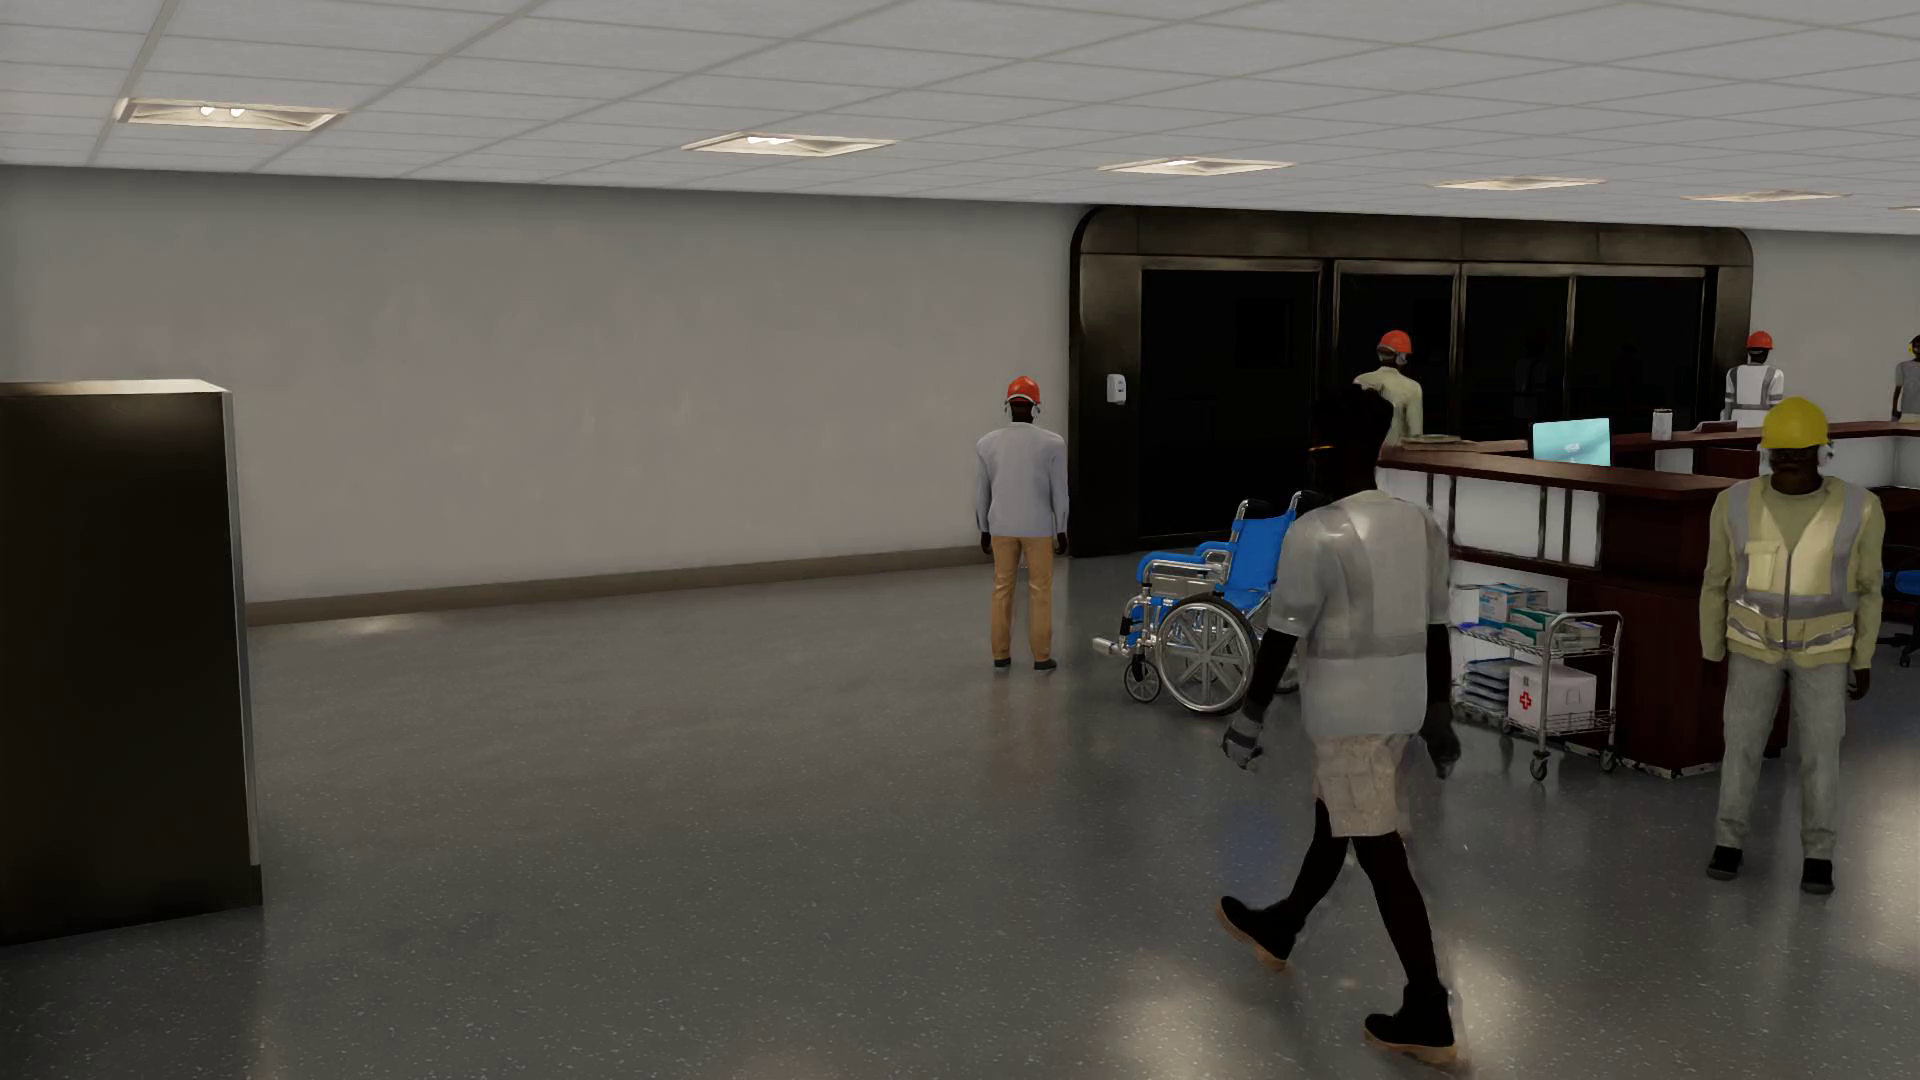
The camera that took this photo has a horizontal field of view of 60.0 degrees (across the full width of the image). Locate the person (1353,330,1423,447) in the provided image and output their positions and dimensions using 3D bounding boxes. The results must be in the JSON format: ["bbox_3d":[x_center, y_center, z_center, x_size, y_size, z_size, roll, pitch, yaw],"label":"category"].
[{"bbox_3d":[3.387,-0.683,13.248,0.647,1.973,0.729,6,10,38],"label":"person"}]

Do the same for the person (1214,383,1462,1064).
[{"bbox_3d":[1.133,0.495,4.949,0.612,1.900,1.050,-6,10,-39],"label":"person"}]

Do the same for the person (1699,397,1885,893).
[{"bbox_3d":[3.025,0.386,6.096,0.598,1.819,0.427,5,9,32],"label":"person"}]

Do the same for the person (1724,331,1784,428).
[{"bbox_3d":[7.797,-1.085,16.344,0.387,1.929,0.546,-7,11,-42],"label":"person"}]

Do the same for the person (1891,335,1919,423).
[{"bbox_3d":[11.100,-1.452,19.267,0.532,1.859,0.356,2,8,14],"label":"person"}]

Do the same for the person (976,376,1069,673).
[{"bbox_3d":[0.373,-0.091,9.801,0.566,1.743,0.361,3,8,19],"label":"person"}]
